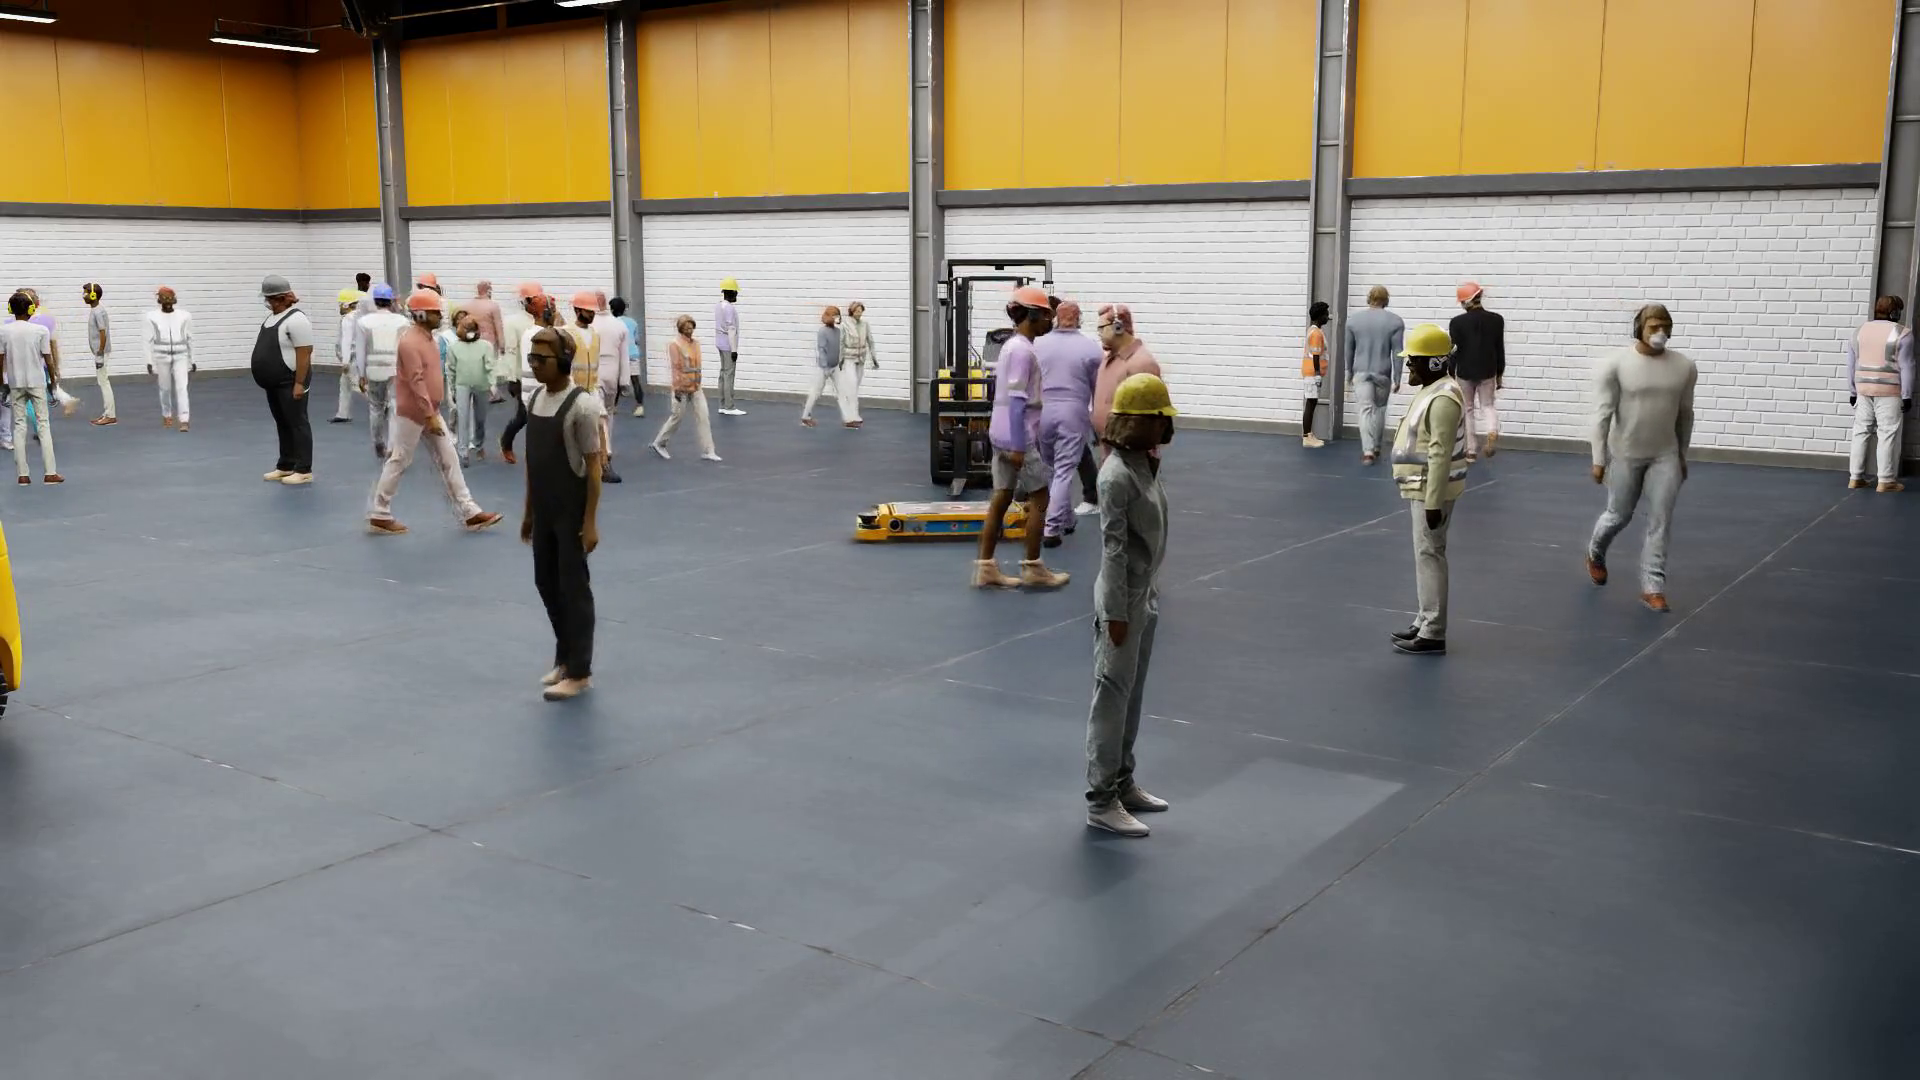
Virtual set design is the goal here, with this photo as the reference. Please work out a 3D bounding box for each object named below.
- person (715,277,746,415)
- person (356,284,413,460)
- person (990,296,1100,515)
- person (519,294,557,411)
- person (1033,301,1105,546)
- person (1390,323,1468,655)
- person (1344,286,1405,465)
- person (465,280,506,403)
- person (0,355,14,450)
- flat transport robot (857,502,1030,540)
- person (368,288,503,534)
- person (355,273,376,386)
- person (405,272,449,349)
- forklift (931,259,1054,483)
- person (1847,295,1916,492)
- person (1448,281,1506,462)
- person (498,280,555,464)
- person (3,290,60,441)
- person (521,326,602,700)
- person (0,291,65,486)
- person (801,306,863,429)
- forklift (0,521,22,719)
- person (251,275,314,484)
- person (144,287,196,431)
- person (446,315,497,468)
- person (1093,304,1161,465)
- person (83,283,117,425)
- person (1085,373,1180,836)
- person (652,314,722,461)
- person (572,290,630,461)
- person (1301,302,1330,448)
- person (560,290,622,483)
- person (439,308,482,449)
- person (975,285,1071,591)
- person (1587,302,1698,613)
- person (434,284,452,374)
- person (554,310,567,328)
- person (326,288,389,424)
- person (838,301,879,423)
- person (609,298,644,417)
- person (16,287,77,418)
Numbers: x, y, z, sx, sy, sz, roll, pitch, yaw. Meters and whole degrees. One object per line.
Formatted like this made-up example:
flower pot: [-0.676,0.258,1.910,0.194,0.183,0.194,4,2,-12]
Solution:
person: [-3.244,-2.720,23.399,0.366,1.927,0.591,-4,10,-24]
person: [-6.252,-1.821,18.133,0.603,1.896,0.962,-3,10,-17]
person: [0.771,-1.121,14.054,0.992,1.860,0.611,-4,10,-23]
person: [-3.621,-1.191,14.445,0.350,1.880,0.578,-7,12,-34]
person: [0.804,-0.901,12.805,0.659,1.843,0.964,4,10,22]
person: [2.580,-0.277,9.177,0.403,1.825,0.597,2,10,11]
person: [4.440,-1.776,17.892,0.637,1.883,0.931,2,10,14]
person: [-7.154,-2.959,24.995,0.651,1.877,0.878,5,11,27]
person: [-11.101,-1.897,19.027,0.566,1.746,0.548,7,12,37]
flat transport robot: [-0.089,-0.160,13.078,1.431,0.197,0.652,-1,10,-5]
person: [-4.223,-0.996,13.112,1.044,1.944,0.608,1,10,5]
person: [-10.221,-3.600,28.547,0.603,1.958,0.380,4,10,23]
person: [-7.806,-2.922,24.396,0.626,1.987,0.878,-2,10,-11]
forklift: [0.370,-1.738,16.759,1.214,2.155,2.313,1,10,3]
person: [8.672,-1.376,15.649,0.429,1.842,0.635,-5,11,-28]
person: [5.513,-1.767,17.701,0.634,1.947,0.713,0,10,0]
person: [-4.476,-1.701,17.240,0.869,1.966,0.628,8,12,40]
person: [-11.028,-2.064,19.812,0.570,1.824,0.766,-9,13,-42]
person: [-1.986,-0.136,8.276,0.517,1.851,0.353,8,13,40]
person: [-8.993,-1.455,16.047,0.528,1.867,0.313,-2,10,-14]
person: [-1.701,-2.227,21.475,0.867,1.588,0.522,5,11,29]
forklift: [-5.296,-0.090,6.943,1.214,2.155,2.313,7,12,35]
person: [-6.599,-1.564,16.176,0.672,2.000,0.536,9,13,44]
person: [-10.147,-2.334,21.367,0.590,1.838,0.982,-5,11,-29]
person: [-5.201,-1.601,17.725,0.499,1.598,0.808,-4,10,-21]
person: [1.052,-0.571,10.739,0.396,1.889,0.681,-3,10,-17]
person: [-11.383,-2.451,21.968,0.316,1.870,0.532,-5,11,-28]
person: [0.670,0.235,6.347,0.319,1.742,0.492,4,10,21]
person: [-3.007,-1.654,18.021,0.797,1.601,0.537,5,11,30]
person: [-3.850,-1.738,17.804,0.627,1.860,0.997,-6,11,-31]
person: [4.127,-1.918,19.334,0.320,1.694,0.532,2,10,12]
person: [-3.753,-1.510,16.353,1.019,1.885,0.537,9,13,41]
person: [-5.721,-1.856,19.123,0.536,1.623,0.388,-6,11,-33]
person: [0.421,-0.662,10.932,0.737,1.996,0.645,-2,10,-10]
person: [4.271,-0.542,10.507,0.636,1.917,0.825,0,10,1]
person: [-8.064,-3.079,25.839,0.651,1.825,0.640,3,10,16]
person: [-4.593,-1.811,18.949,0.833,1.588,0.515,9,13,43]
person: [-7.954,-2.410,21.932,0.846,1.803,0.600,-1,10,-4]
person: [-1.362,-2.384,22.298,0.539,1.609,0.681,-8,12,-40]
person: [-4.685,-2.529,23.069,0.881,1.636,0.551,8,13,40]
person: [-12.584,-2.551,22.767,0.808,1.812,0.627,-2,10,-10]
